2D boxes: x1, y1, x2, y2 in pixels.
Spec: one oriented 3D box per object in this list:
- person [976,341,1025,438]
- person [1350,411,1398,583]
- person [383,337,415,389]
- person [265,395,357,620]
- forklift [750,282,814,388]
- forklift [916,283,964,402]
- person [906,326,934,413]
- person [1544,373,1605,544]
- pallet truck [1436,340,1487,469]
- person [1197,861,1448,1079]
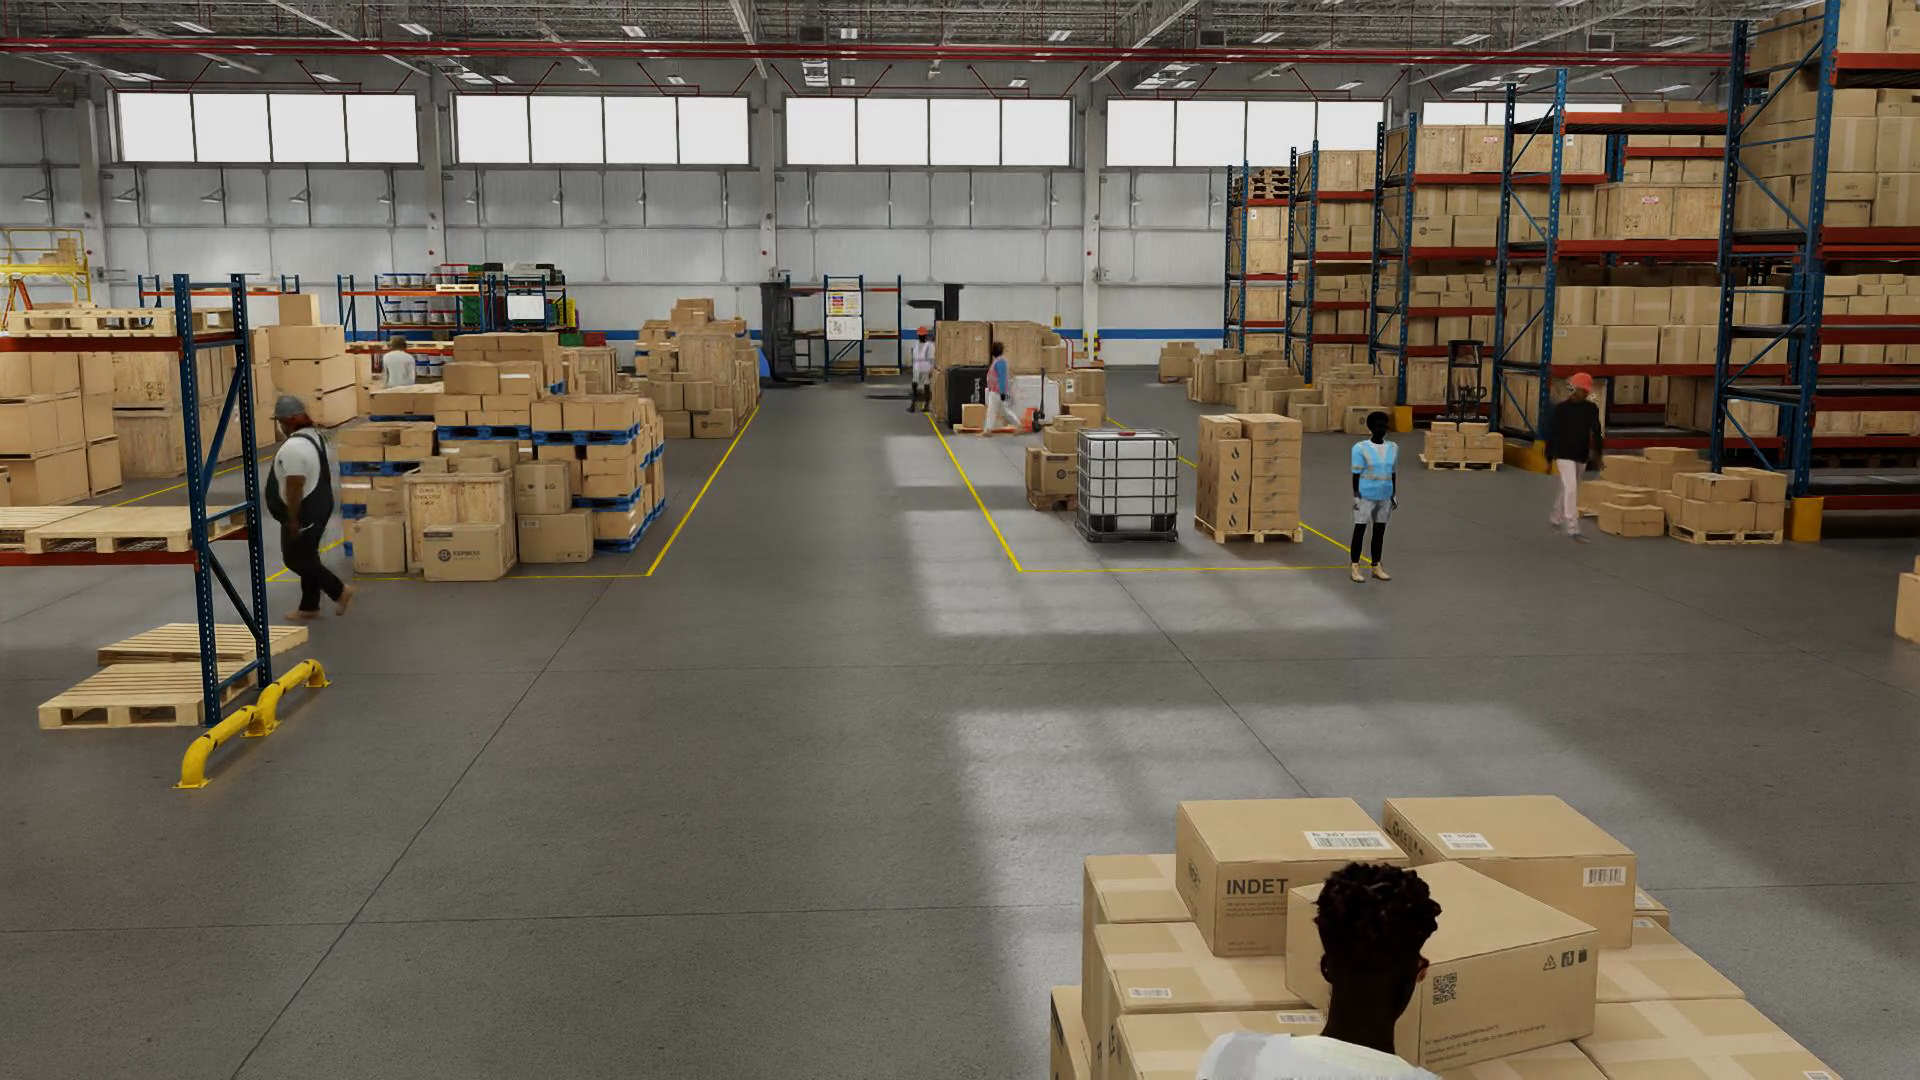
[{"bbox_3d":[0.767,-2.797,30.945,0.848,1.819,0.628,0,9,1],"label":"person"},{"bbox_3d":[4.084,-0.427,16.411,0.532,1.697,0.322,-3,10,-19],"label":"person"},{"bbox_3d":[-10.404,-2.816,30.818,0.630,1.901,0.991,0,9,3],"label":"person"},{"bbox_3d":[-5.645,-0.280,14.419,0.707,2.000,0.698,0,9,0],"label":"person"},{"bbox_3d":[-5.039,-5.535,44.785,1.873,2.768,1.129,3,10,18],"label":"forklift"},{"bbox_3d":[-0.180,-4.712,39.620,1.873,2.768,1.129,-1,9,-4],"label":"forklift"},{"bbox_3d":[-0.877,-3.709,36.381,0.563,1.900,0.882,5,10,27],"label":"person"},{"bbox_3d":[7.021,-0.961,19.088,0.590,1.934,1.019,-2,9,-15],"label":"person"},{"bbox_3d":[8.004,-2.170,26.422,0.823,1.965,1.885,2,9,14],"label":"pallet truck"},{"bbox_3d":[0.728,1.563,3.148,0.618,1.951,0.393,5,10,28],"label":"person"}]
